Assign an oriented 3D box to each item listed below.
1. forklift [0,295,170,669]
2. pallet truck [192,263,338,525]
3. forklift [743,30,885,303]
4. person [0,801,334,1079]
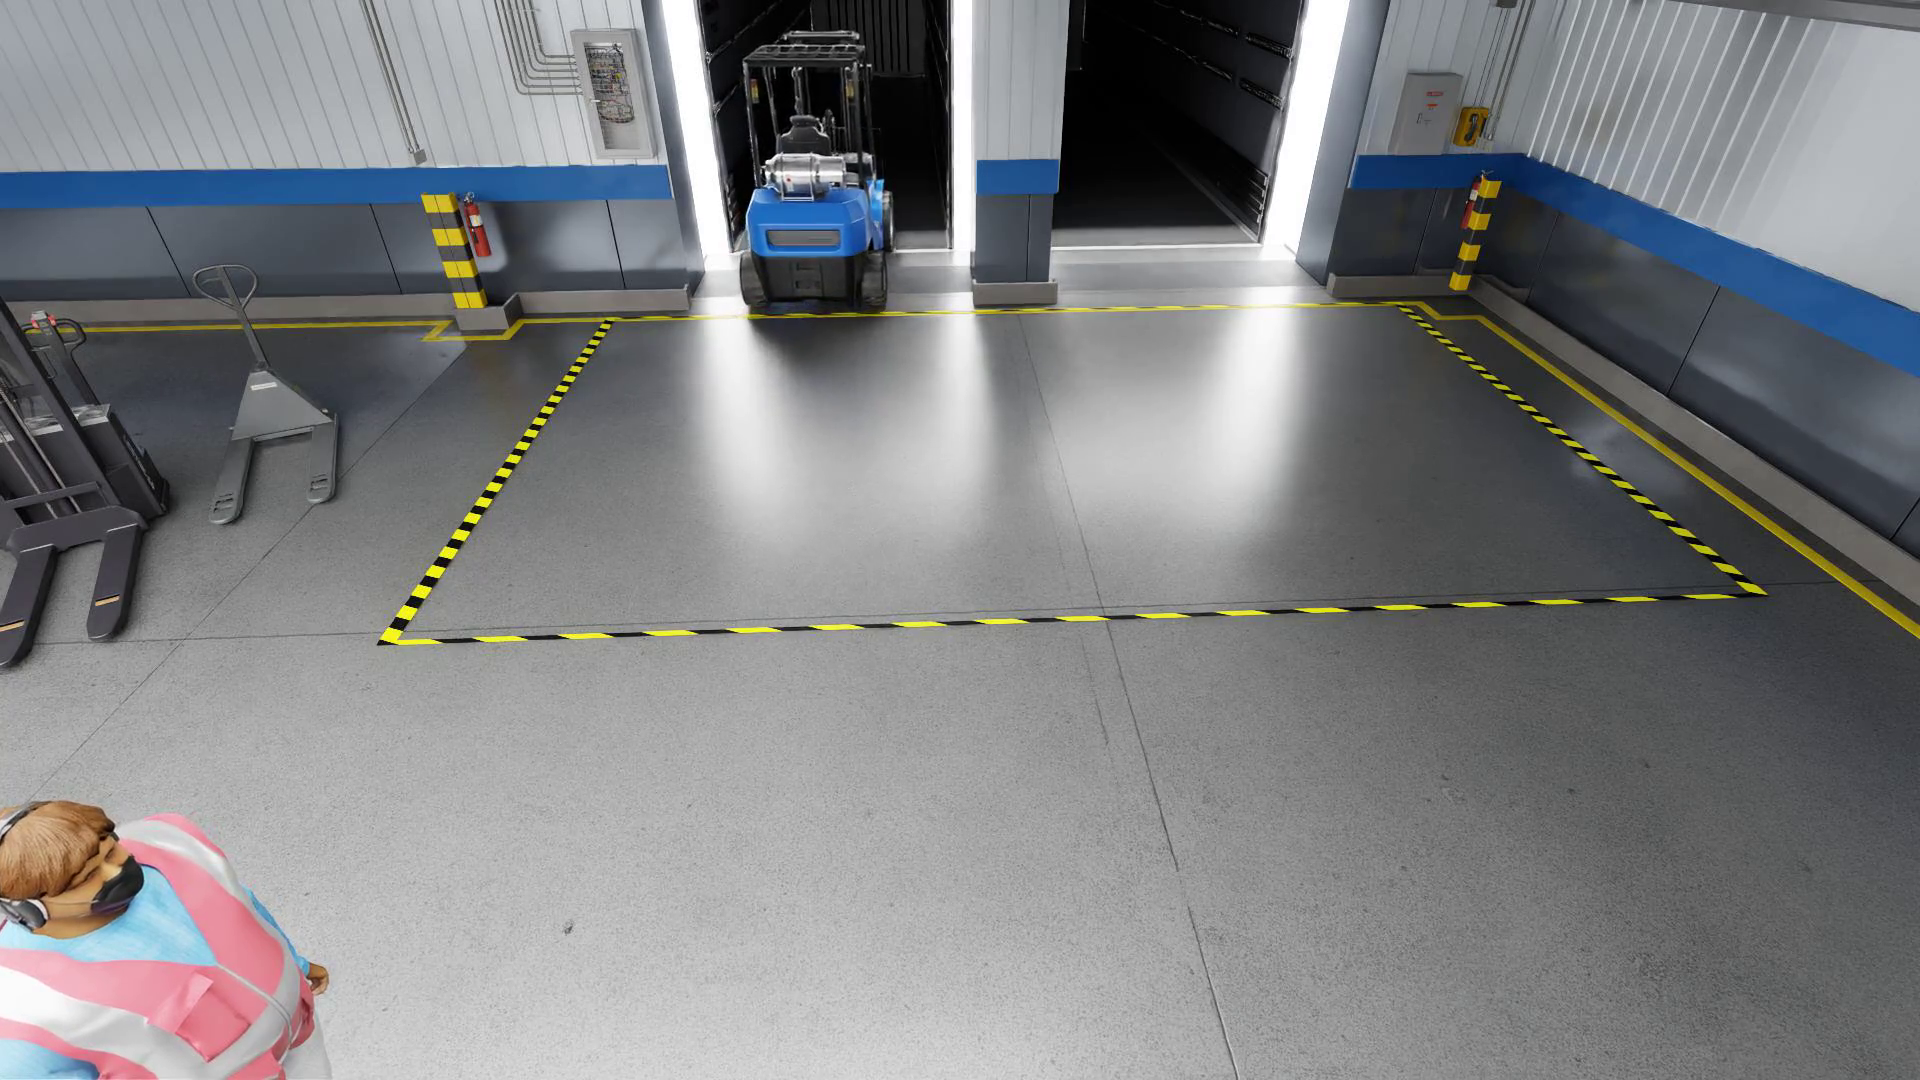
[{"bbox_3d":[-5.212,-0.618,4.878,0.823,1.965,1.885,-20,39,-26],"label":"forklift"},{"bbox_3d":[-4.778,-1.027,6.128,0.680,1.201,1.601,-17,38,-23],"label":"pallet truck"},{"bbox_3d":[-1.404,-3.760,9.054,1.157,2.036,2.680,0,35,0],"label":"forklift"},{"bbox_3d":[-1.805,1.289,2.272,0.430,1.845,0.619,-1,35,-2],"label":"person"}]
